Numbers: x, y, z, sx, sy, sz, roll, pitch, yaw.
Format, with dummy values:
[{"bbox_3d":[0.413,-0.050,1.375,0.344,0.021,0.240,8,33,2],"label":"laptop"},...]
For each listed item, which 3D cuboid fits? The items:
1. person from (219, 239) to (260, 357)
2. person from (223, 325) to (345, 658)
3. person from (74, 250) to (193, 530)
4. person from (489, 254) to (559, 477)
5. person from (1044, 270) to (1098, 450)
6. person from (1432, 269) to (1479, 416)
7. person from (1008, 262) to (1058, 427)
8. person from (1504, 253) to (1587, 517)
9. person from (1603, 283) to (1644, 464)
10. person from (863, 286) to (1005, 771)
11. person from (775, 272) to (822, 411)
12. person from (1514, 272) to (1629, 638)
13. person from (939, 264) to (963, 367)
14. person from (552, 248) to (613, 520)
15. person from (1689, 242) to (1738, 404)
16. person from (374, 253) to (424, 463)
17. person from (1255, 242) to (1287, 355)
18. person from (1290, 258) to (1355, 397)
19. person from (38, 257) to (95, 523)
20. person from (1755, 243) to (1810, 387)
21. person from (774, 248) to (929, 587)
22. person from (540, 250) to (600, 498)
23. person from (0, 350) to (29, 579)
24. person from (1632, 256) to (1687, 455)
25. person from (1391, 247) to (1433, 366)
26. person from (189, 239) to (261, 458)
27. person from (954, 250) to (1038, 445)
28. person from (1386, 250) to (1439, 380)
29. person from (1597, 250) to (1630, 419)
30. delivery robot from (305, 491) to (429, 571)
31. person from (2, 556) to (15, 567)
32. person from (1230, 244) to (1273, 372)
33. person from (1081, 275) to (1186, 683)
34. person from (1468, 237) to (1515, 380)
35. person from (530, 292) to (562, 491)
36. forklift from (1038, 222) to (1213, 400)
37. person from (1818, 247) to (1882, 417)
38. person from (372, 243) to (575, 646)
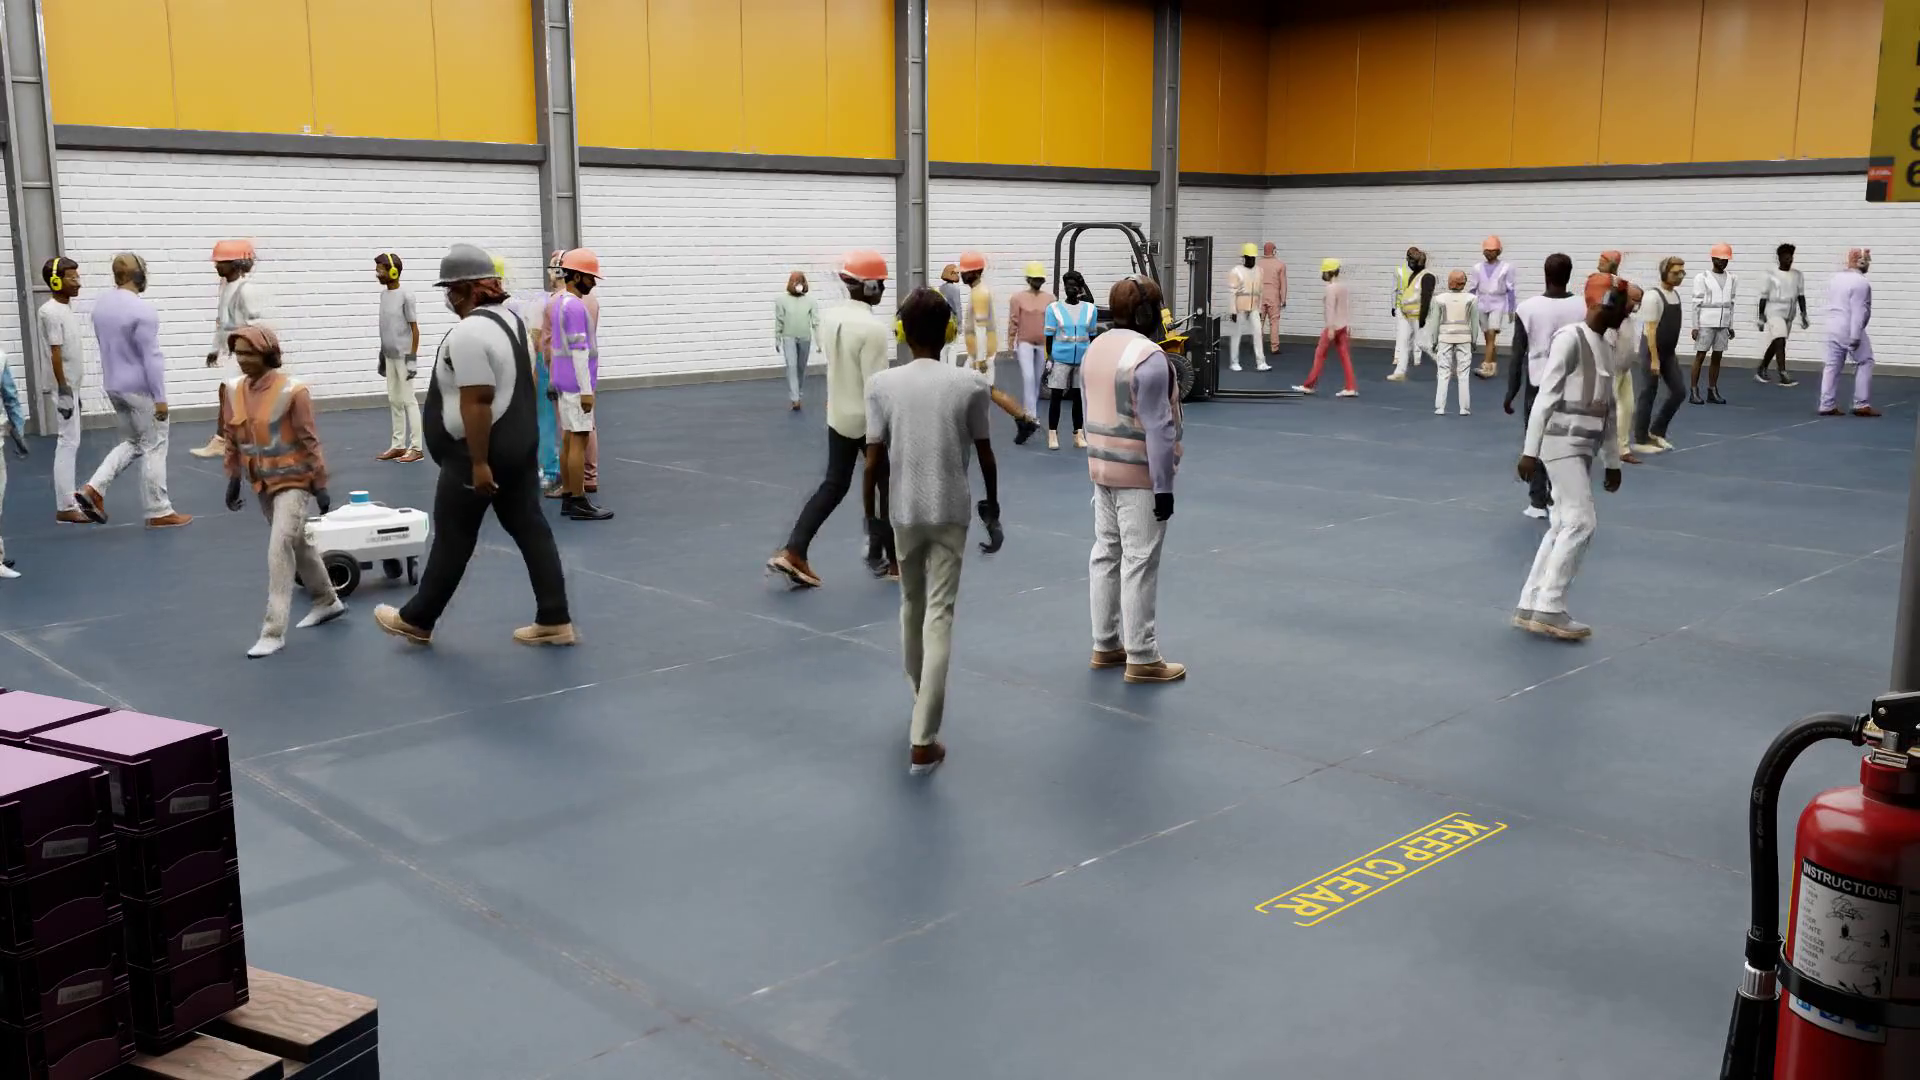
[{"bbox_3d":[-7.078,-1.972,16.457,0.423,1.980,0.645,-8,13,-37],"label":"person"},{"bbox_3d":[-3.354,-0.276,8.267,0.547,1.596,0.789,4,11,23],"label":"person"},{"bbox_3d":[-5.668,-1.003,11.334,0.649,1.922,0.611,7,12,32],"label":"person"},{"bbox_3d":[-3.750,-1.416,13.726,0.942,1.883,0.586,-8,13,-37],"label":"person"},{"bbox_3d":[1.048,-1.700,15.744,0.536,1.699,0.322,-2,11,-13],"label":"person"},{"bbox_3d":[5.555,-2.207,18.680,0.511,1.639,0.308,3,11,15],"label":"person"},{"bbox_3d":[0.813,-2.030,17.416,0.552,1.732,0.786,-3,11,-17],"label":"person"},{"bbox_3d":[4.276,-1.115,12.045,0.609,1.923,0.523,1,10,4],"label":"person"},{"bbox_3d":[5.796,-1.492,14.857,0.518,1.607,0.647,-10,14,-43],"label":"person"},{"bbox_3d":[-0.096,-0.077,6.566,0.515,1.821,0.972,2,11,11],"label":"person"},{"bbox_3d":[-1.850,-2.280,19.170,0.517,1.585,0.871,-3,11,-15],"label":"person"},{"bbox_3d":[3.124,-0.428,8.432,0.515,1.833,0.664,8,13,37],"label":"person"},{"bbox_3d":[-0.119,-2.921,22.581,0.286,1.633,0.500,-7,12,-32],"label":"person"},{"bbox_3d":[-2.711,-1.106,11.885,0.377,1.928,0.542,-5,11,-25],"label":"person"},{"bbox_3d":[9.044,-2.585,19.927,0.551,1.933,0.373,-2,11,-9],"label":"person"},{"bbox_3d":[-5.034,-1.620,14.867,0.518,1.865,0.330,8,13,37],"label":"person"},{"bbox_3d":[5.253,-4.111,28.335,0.652,1.904,0.402,5,11,25],"label":"person"},{"bbox_3d":[4.597,-2.659,20.897,0.872,1.717,0.560,7,12,32],"label":"person"},{"bbox_3d":[-6.297,-1.051,11.766,0.334,1.865,0.550,-4,11,-22],"label":"person"},{"bbox_3d":[11.156,-3.070,22.617,0.602,1.924,0.997,-3,11,-14],"label":"person"},{"bbox_3d":[-0.641,-0.694,9.581,0.971,1.959,0.621,-7,13,-35],"label":"person"},{"bbox_3d":[-3.031,-1.276,12.870,0.408,1.908,0.643,2,11,10],"label":"person"},{"bbox_3d":[-5.708,-0.535,9.608,0.359,1.620,0.561,6,12,28],"label":"person"},{"bbox_3d":[6.473,-1.690,15.336,0.510,1.828,0.465,-7,12,-33],"label":"person"},{"bbox_3d":[7.032,-3.635,25.909,0.629,1.842,0.429,4,11,19],"label":"person"},{"bbox_3d":[-6.577,-1.768,15.348,1.071,1.998,0.615,-8,13,-36],"label":"person"},{"bbox_3d":[0.292,-1.826,15.938,0.901,1.899,0.549,0,10,-1],"label":"person"},{"bbox_3d":[6.424,-3.122,23.193,0.812,1.819,0.625,-3,11,-16],"label":"person"},{"bbox_3d":[6.830,-2.147,17.740,0.817,1.854,0.607,1,10,5],"label":"person"},{"bbox_3d":[-3.428,-0.036,9.539,0.707,0.478,0.477,-8,13,-38],"label":"delivery robot"},{"bbox_3d":[-5.919,-0.742,9.900,0.375,1.927,0.543,-2,11,-12],"label":"person"},{"bbox_3d":[4.290,-3.420,24.596,0.617,1.884,0.906,-5,11,-24],"label":"person"},{"bbox_3d":[0.799,-0.277,7.595,0.429,1.846,0.625,-5,12,-26],"label":"person"},{"bbox_3d":[7.431,-3.258,23.441,0.636,1.988,1.032,9,13,39],"label":"person"},{"bbox_3d":[-3.249,-1.305,13.344,0.392,1.800,0.684,6,12,29],"label":"person"},{"bbox_3d":[1.935,-2.847,20.651,2.313,2.155,1.214,2,11,13],"label":"forklift"},{"bbox_3d":[10.035,-2.312,18.598,0.727,1.885,0.648,-1,10,-5],"label":"person"},{"bbox_3d":[-2.383,-0.478,8.148,1.014,2.000,0.701,2,11,11],"label":"person"}]
